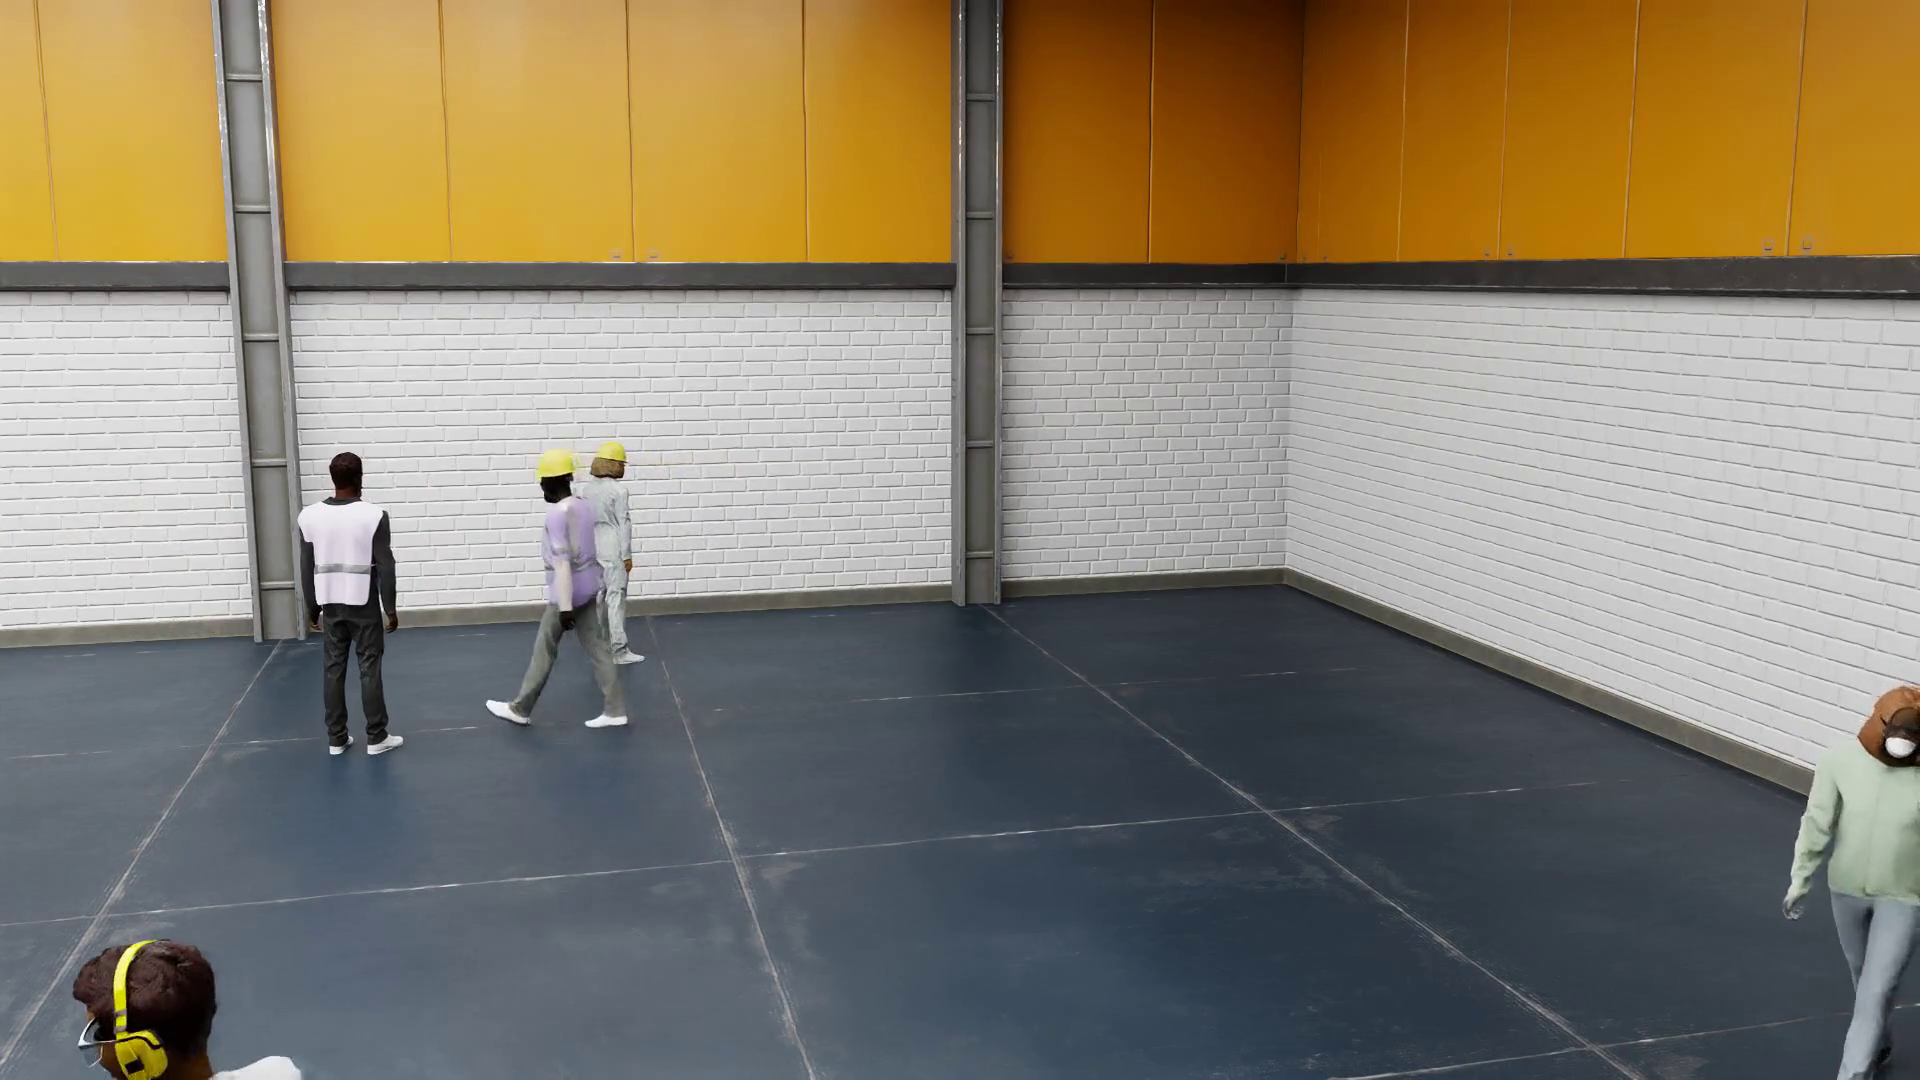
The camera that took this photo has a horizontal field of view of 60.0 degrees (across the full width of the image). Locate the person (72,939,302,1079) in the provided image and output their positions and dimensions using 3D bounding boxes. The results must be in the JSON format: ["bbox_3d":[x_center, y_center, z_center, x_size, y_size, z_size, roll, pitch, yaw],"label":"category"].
[{"bbox_3d":[-1.359,1.620,3.141,0.445,1.849,0.541,4,10,23],"label":"person"}]

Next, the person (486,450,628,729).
[{"bbox_3d":[-2.664,0.337,11.045,0.988,1.869,0.616,2,9,10],"label":"person"}]

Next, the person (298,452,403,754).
[{"bbox_3d":[-3.846,0.406,10.486,0.591,1.918,0.383,1,9,5],"label":"person"}]

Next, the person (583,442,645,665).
[{"bbox_3d":[-2.720,0.099,12.983,0.487,1.733,0.326,7,11,36],"label":"person"}]

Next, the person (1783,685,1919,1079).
[{"bbox_3d":[3.307,1.293,6.002,0.903,1.580,0.504,-9,12,-43],"label":"person"}]
